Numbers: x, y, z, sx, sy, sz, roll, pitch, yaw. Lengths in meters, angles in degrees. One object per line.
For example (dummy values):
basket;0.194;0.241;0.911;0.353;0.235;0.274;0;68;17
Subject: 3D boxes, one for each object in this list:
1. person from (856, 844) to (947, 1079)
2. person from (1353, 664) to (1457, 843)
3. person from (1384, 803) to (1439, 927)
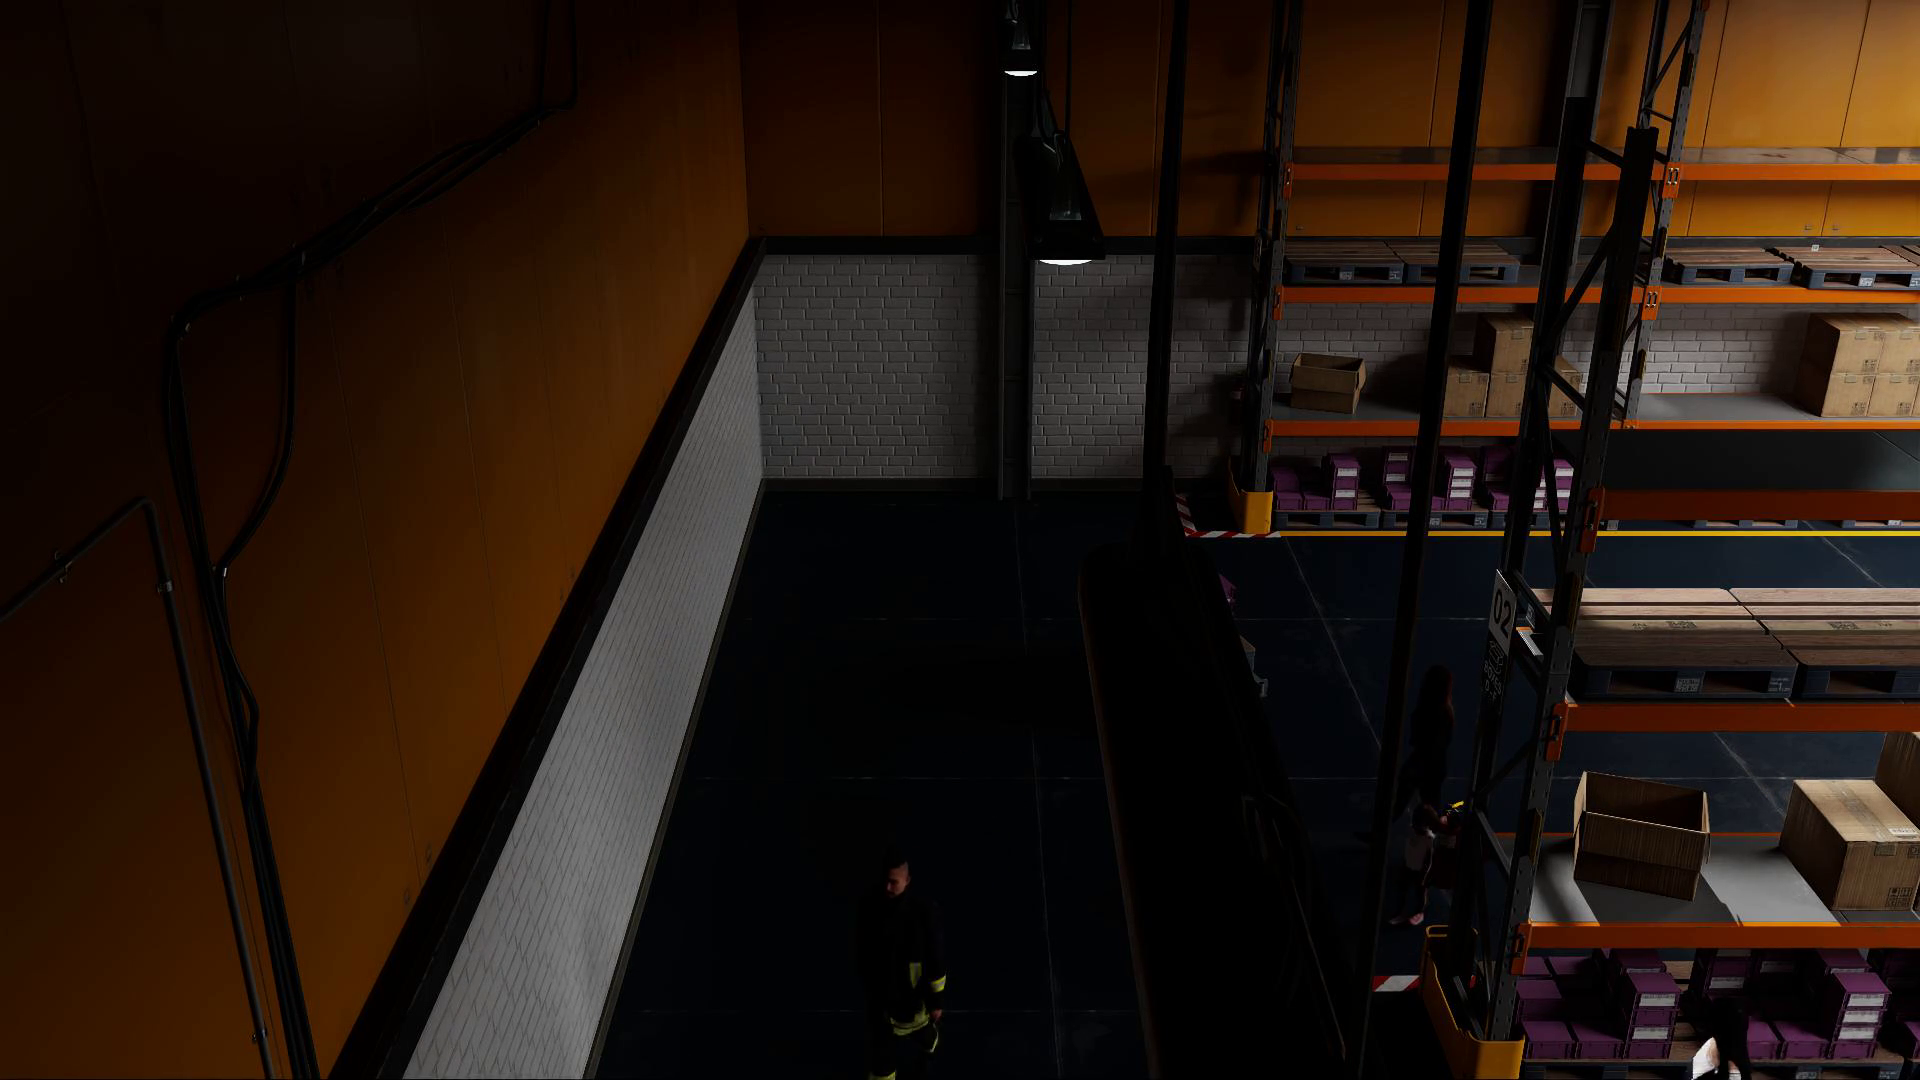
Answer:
person;-0.314;2.641;10.149;1.132;1.829;0.968;5;24;12
person;3.603;1.711;12.459;0.989;1.683;0.685;5;24;10
person;3.323;2.318;11.910;0.612;1.010;0.542;-16;28;-32
